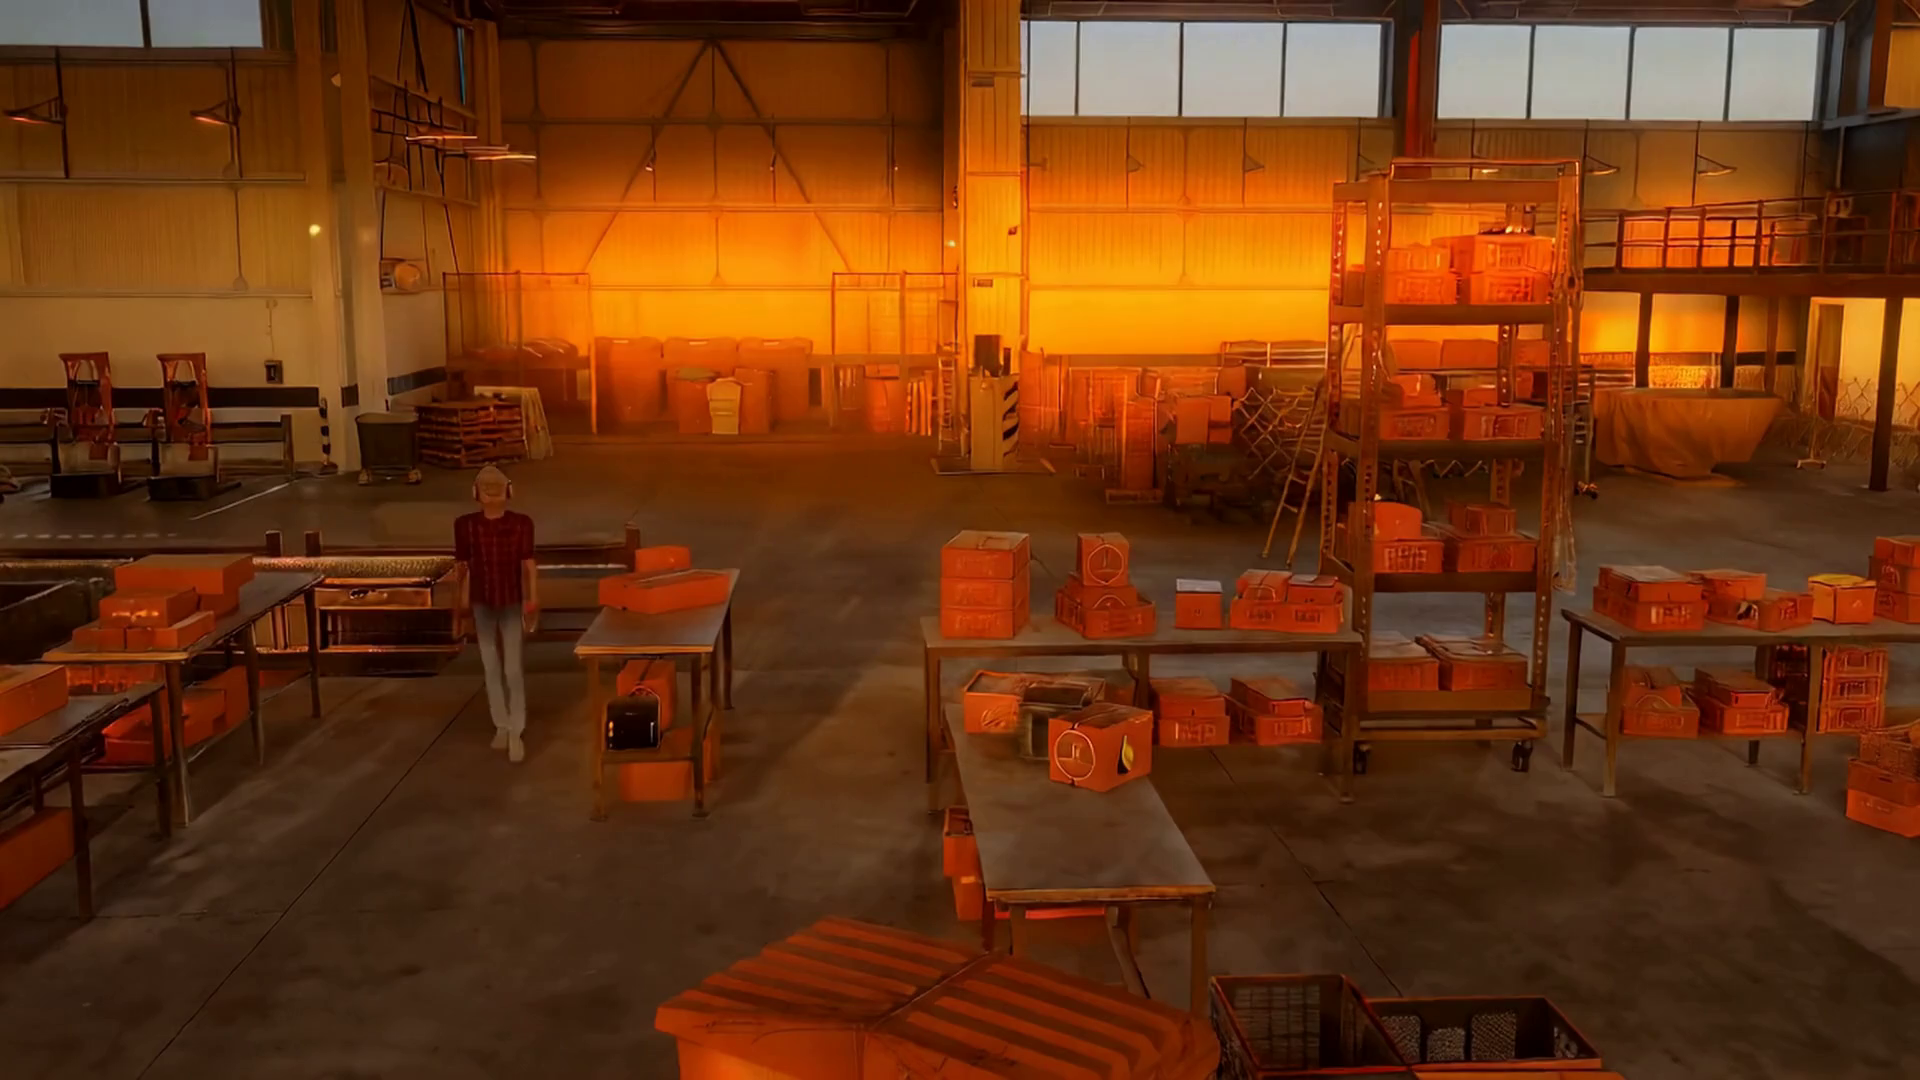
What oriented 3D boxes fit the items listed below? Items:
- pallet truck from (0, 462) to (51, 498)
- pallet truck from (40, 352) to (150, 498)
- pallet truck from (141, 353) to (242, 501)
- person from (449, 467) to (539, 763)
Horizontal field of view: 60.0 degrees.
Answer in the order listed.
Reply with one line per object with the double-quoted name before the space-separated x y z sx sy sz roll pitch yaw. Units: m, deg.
"pallet truck" -13.193 -1.293 23.148 0.653 1.274 1.630 -1 9 -4
"pallet truck" -11.907 -1.642 23.165 0.823 1.965 1.885 0 9 0
"pallet truck" -10.520 -1.604 22.925 0.823 1.965 1.885 -1 9 -6
"person" -2.930 0.466 10.426 0.521 1.840 0.806 -1 9 -6
